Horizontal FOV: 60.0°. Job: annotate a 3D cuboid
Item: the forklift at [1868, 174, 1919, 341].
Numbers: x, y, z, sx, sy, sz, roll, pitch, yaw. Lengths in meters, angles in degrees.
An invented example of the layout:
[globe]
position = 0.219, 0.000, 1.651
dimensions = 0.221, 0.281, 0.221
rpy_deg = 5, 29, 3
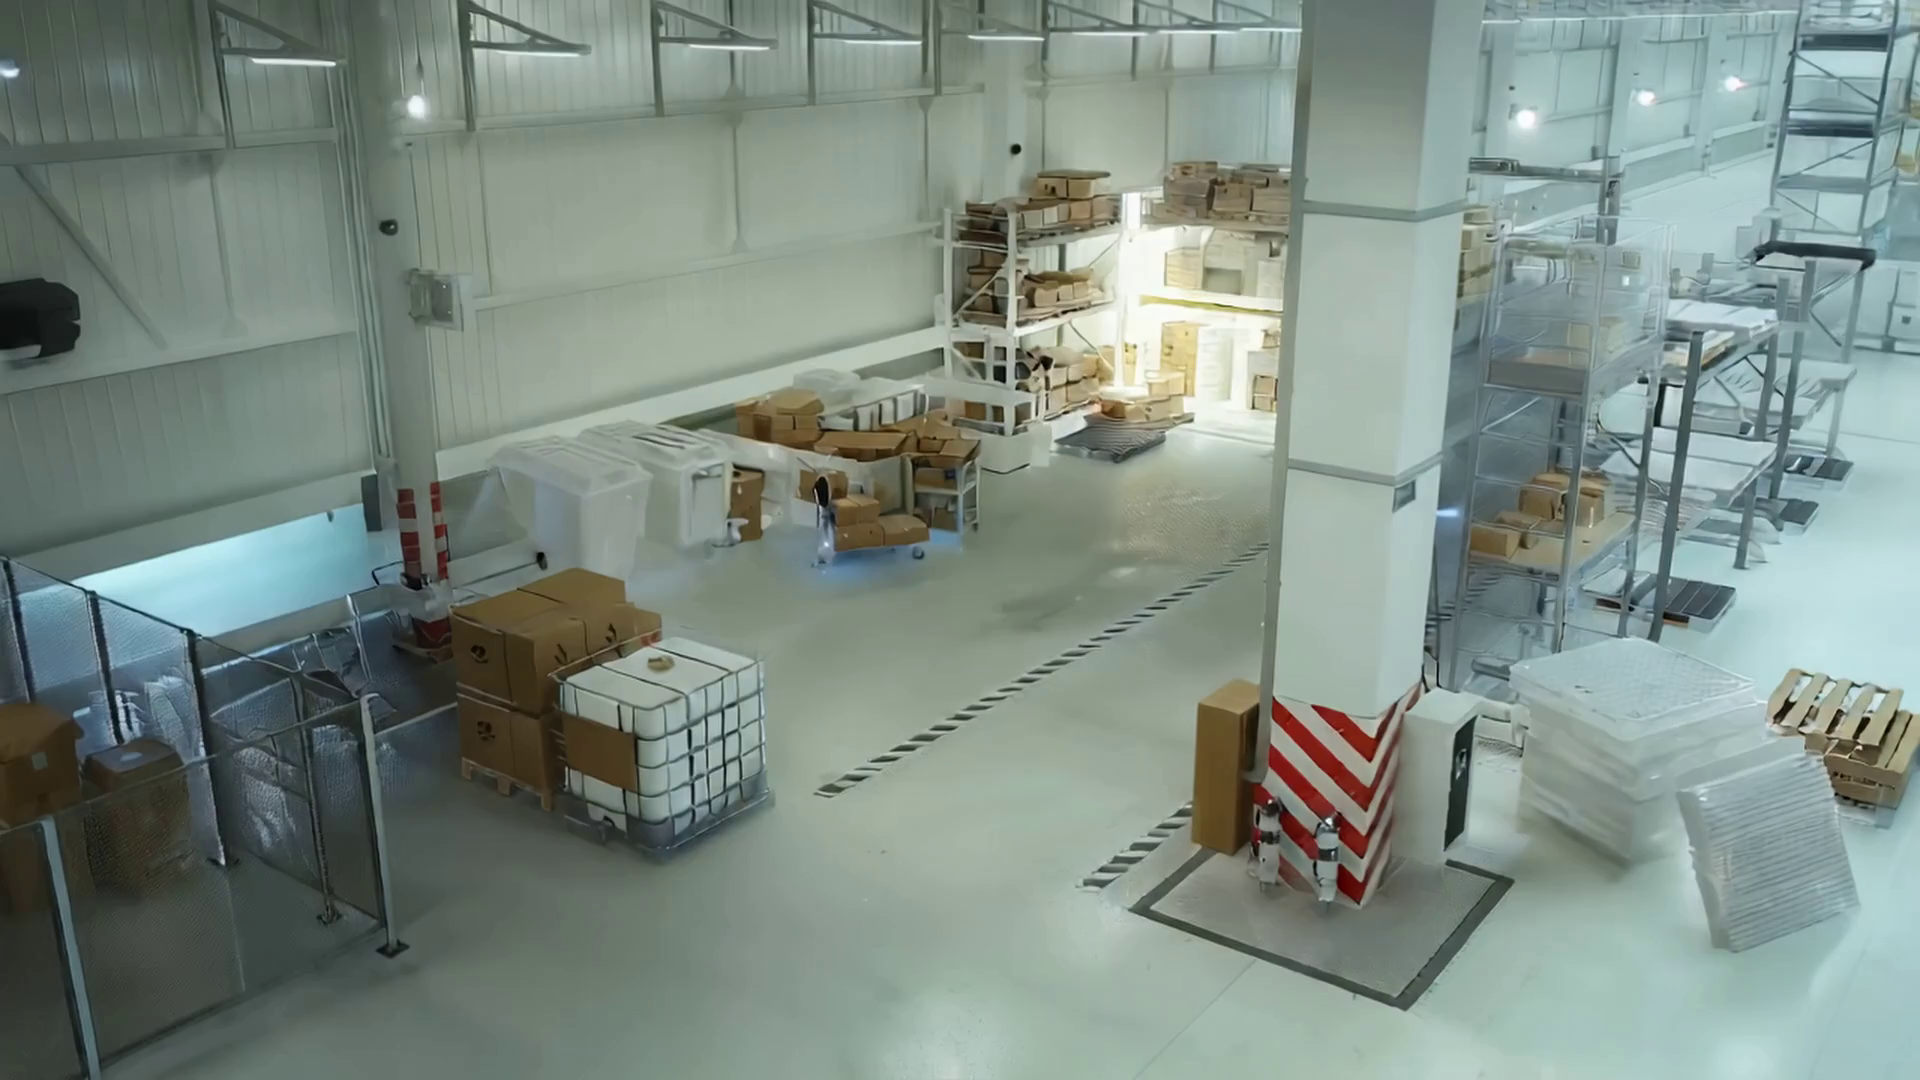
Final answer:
[forklift]
position = 16.454, -4.792, 28.284
dimensions = 1.129, 2.768, 1.873
rpy_deg = 13, 22, 34
